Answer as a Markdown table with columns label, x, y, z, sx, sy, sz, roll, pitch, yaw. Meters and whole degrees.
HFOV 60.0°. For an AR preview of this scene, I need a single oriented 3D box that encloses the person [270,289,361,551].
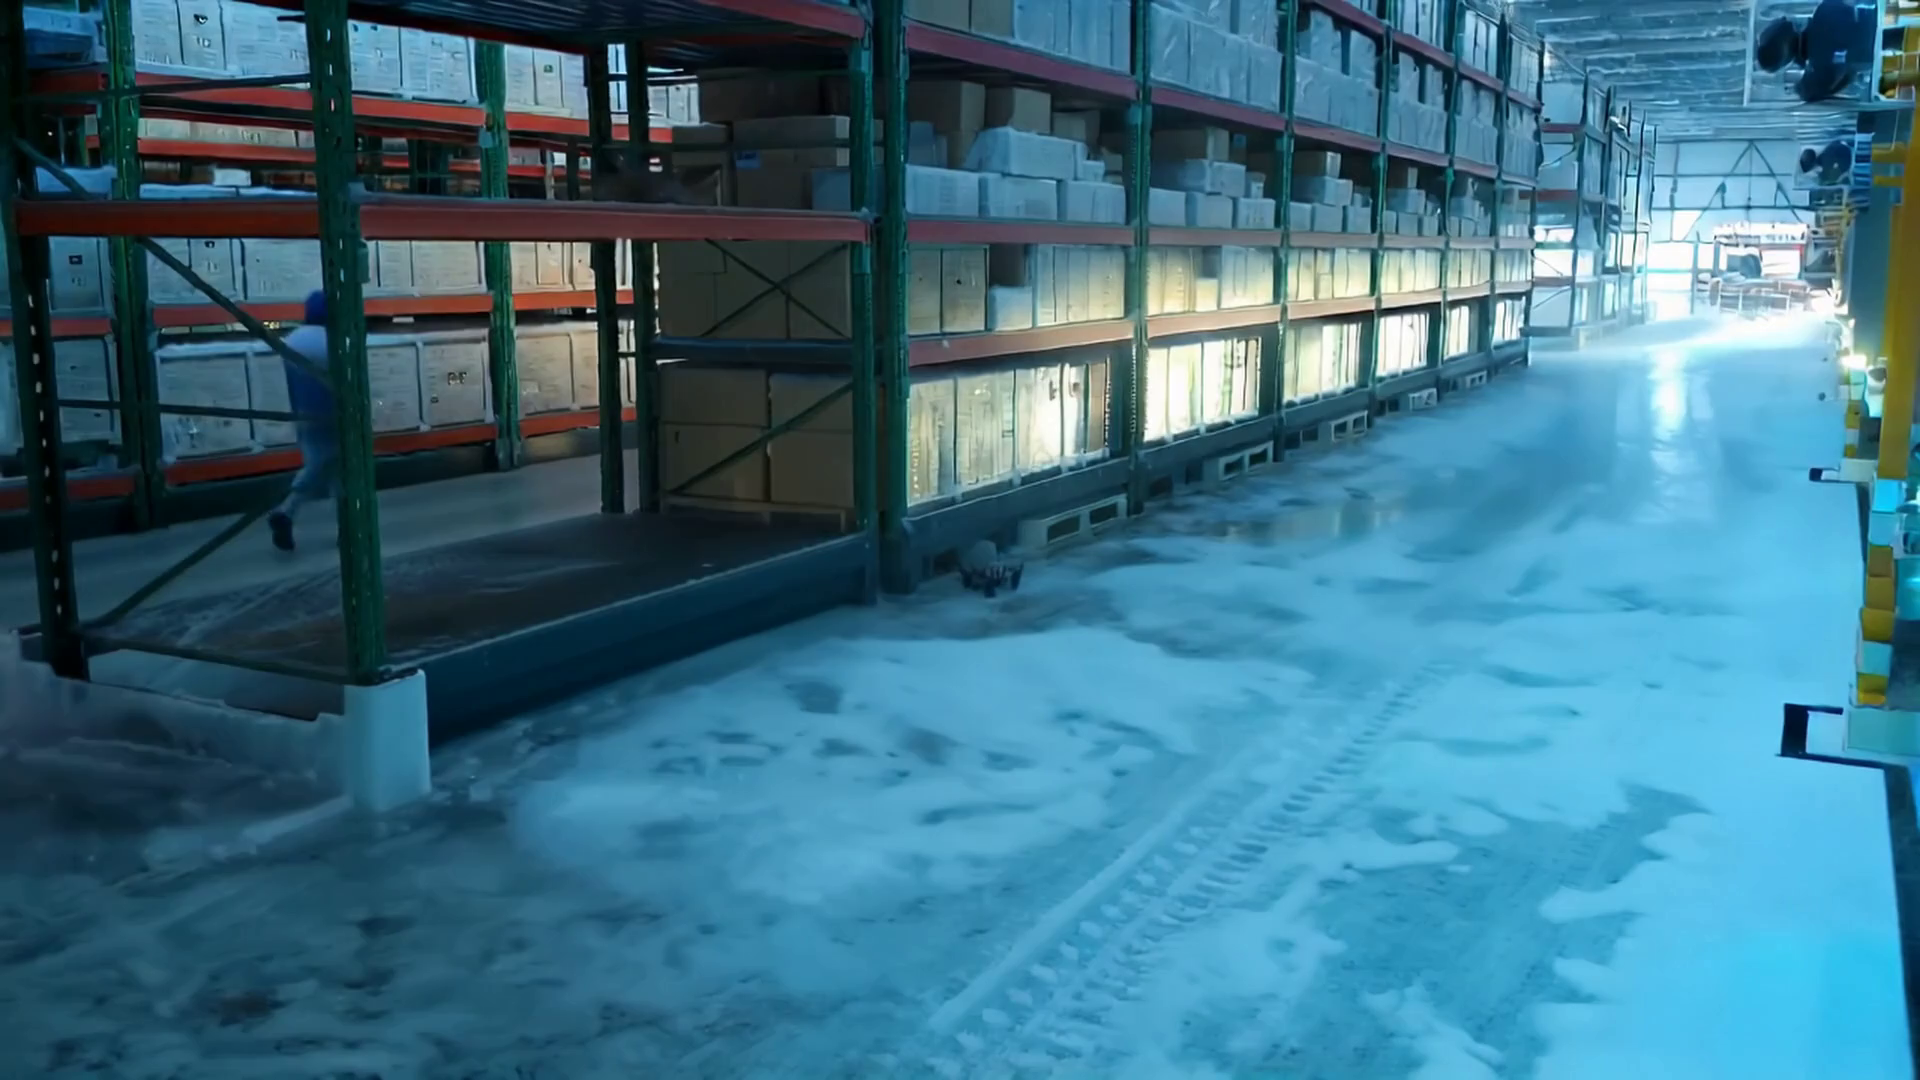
| label | x | y | z | sx | sy | sz | roll | pitch | yaw |
| --- | --- | --- | --- | --- | --- | --- | --- | --- | --- |
| person | -4.633 | -0.847 | 12.016 | 0.635 | 1.922 | 0.756 | 4 | 10 | 20 |
